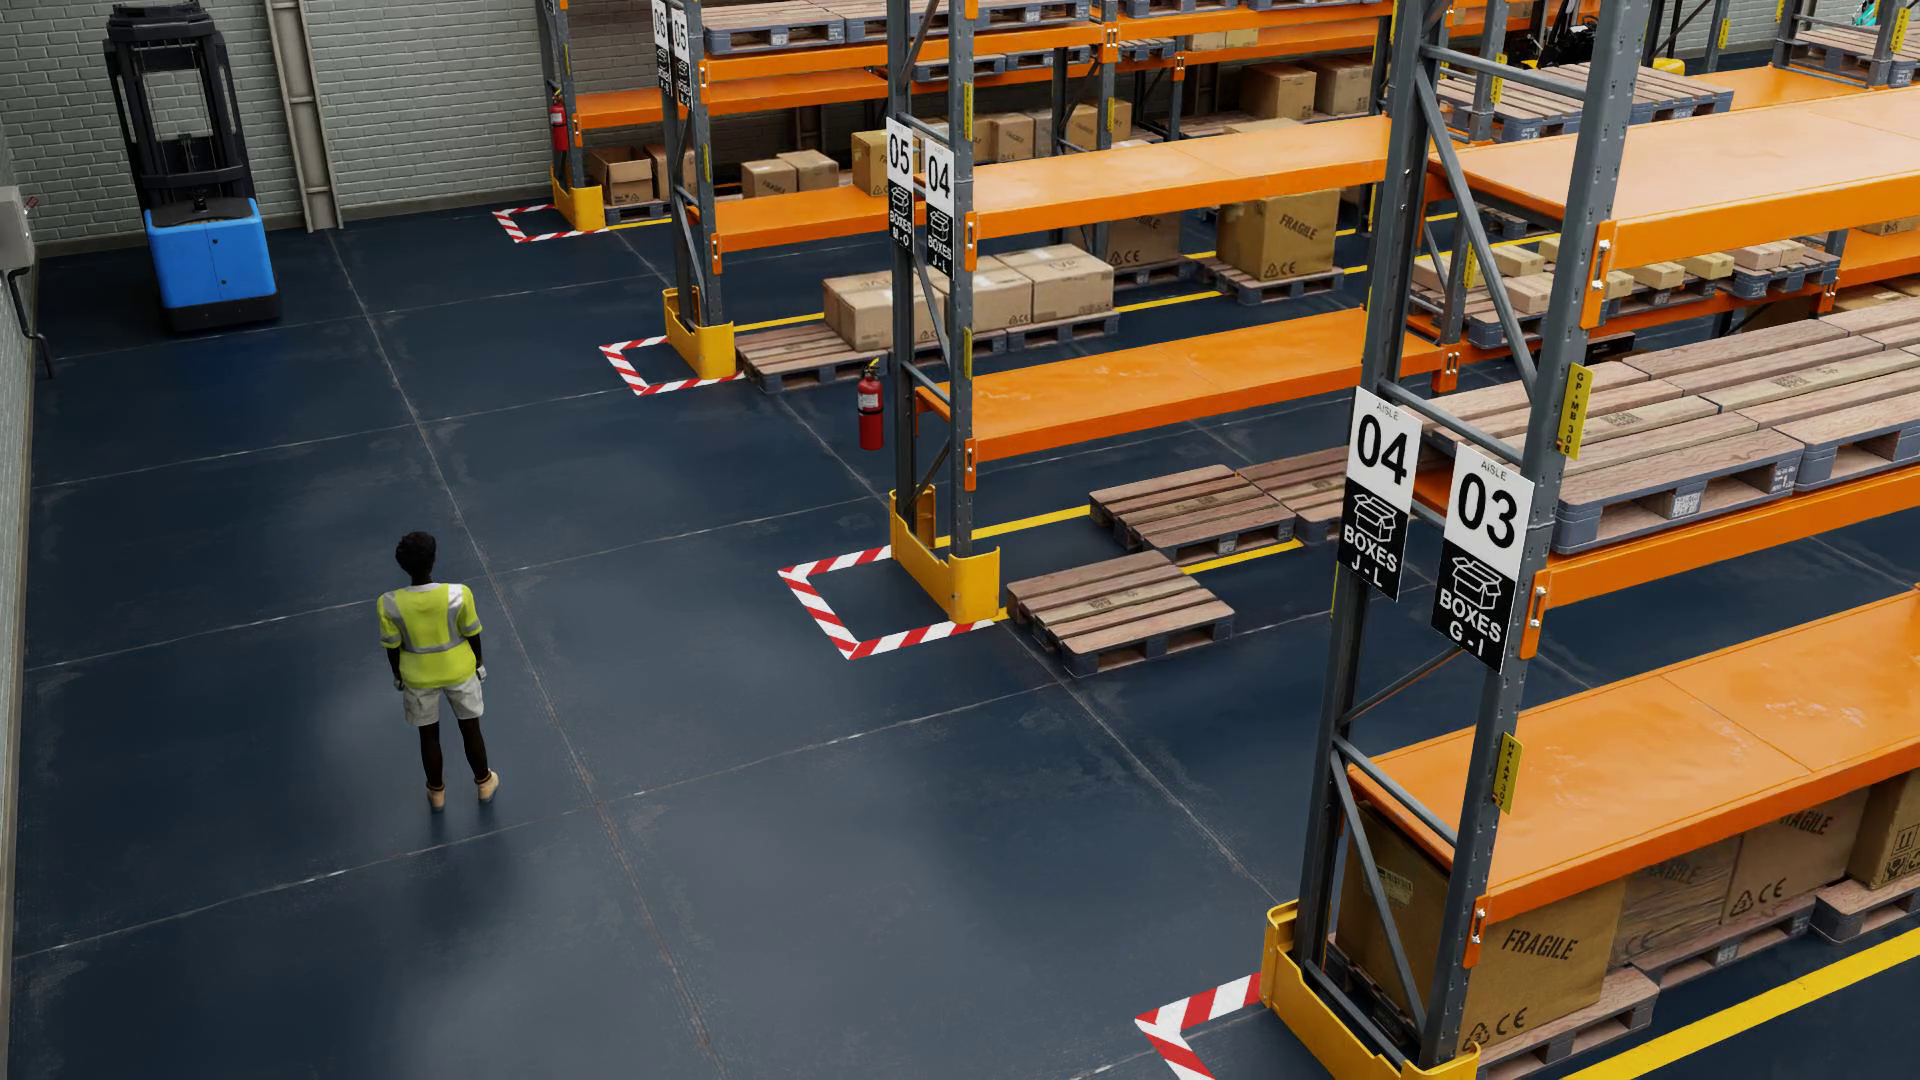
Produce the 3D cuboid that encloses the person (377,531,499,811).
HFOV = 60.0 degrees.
[{"bbox_3d":[-2.868,0.732,9.153,0.532,1.692,0.319,-7,28,-12],"label":"person"}]

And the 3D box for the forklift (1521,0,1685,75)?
[{"bbox_3d":[8.950,-6.807,23.056,1.214,2.155,2.313,-12,30,-22],"label":"forklift"}]

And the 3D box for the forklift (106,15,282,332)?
[{"bbox_3d":[-7.548,-3.672,16.323,1.129,2.768,1.873,-12,30,-22],"label":"forklift"}]

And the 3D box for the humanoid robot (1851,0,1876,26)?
[{"bbox_3d":[14.727,-8.647,26.923,0.735,1.677,0.533,-12,30,-22],"label":"humanoid robot"}]
